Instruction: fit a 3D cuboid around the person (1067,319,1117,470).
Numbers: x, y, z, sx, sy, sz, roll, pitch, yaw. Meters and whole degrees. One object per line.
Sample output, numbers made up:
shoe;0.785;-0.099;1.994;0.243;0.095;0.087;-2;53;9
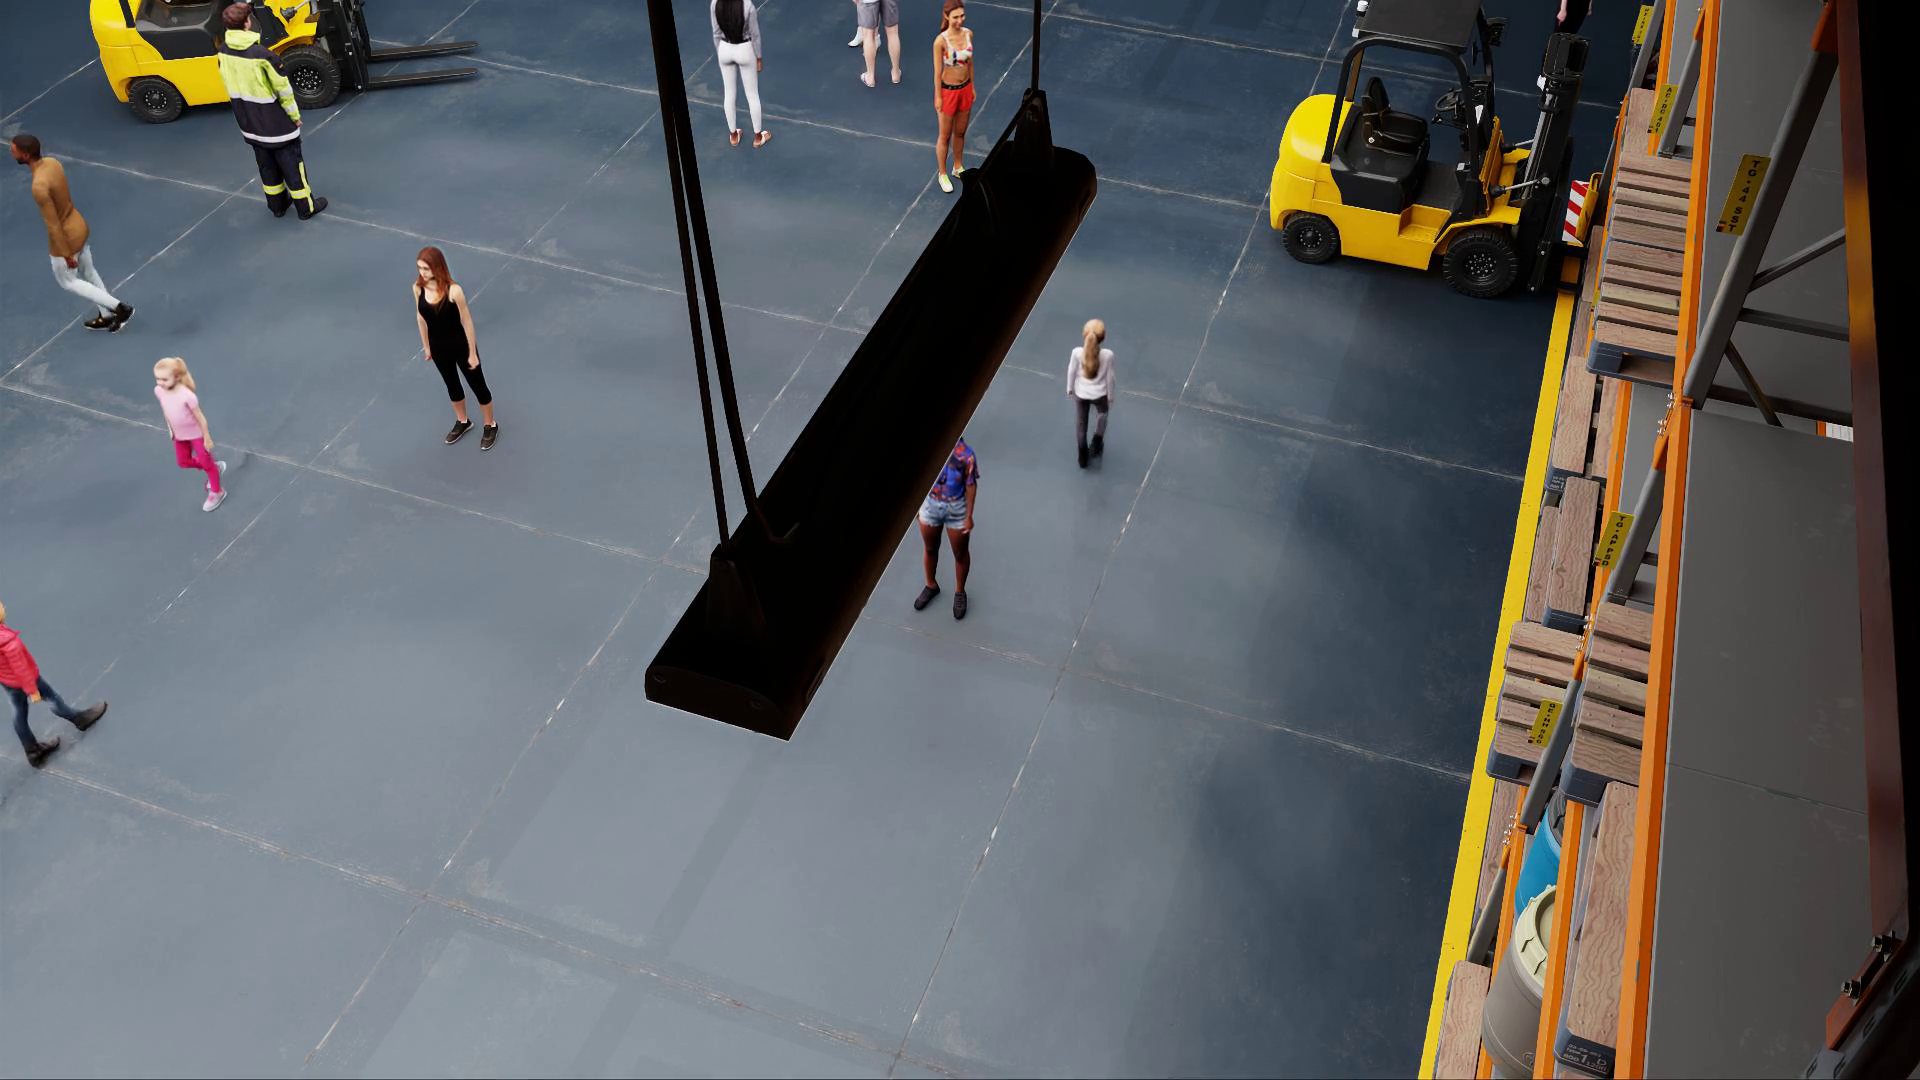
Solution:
person;0.951;-1.036;12.153;0.563;1.272;0.627;6;44;6

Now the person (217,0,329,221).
person;-6.042;-3.722;14.459;0.795;1.982;0.669;9;44;10

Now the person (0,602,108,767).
person;-5.780;0.888;10.115;0.589;1.298;0.801;20;47;19

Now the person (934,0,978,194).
person;-0.052;-3.995;14.884;0.655;1.790;0.743;-26;49;-25

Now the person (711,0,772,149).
person;-2.060;-4.480;15.442;0.614;1.724;0.548;8;44;9

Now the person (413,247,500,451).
person;-3.718;-1.422;12.230;0.586;1.725;0.527;11;45;11

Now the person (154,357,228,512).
person;-5.489;-0.809;11.920;0.521;1.266;0.613;11;45;11

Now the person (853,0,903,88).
person;-0.799;-5.327;16.254;0.742;1.829;0.754;-9;44;-10

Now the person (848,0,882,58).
person;-0.979;-5.785;16.737;0.693;1.827;0.675;-26;49;-25

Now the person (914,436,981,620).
person;-0.093;-0.196;10.931;0.580;1.741;0.501;13;45;14

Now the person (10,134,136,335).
person;-6.988;-2.417;13.216;0.847;1.806;0.791;-4;44;-4

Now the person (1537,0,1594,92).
person;5.978;-5.231;16.216;0.651;1.742;0.728;-22;48;-21
